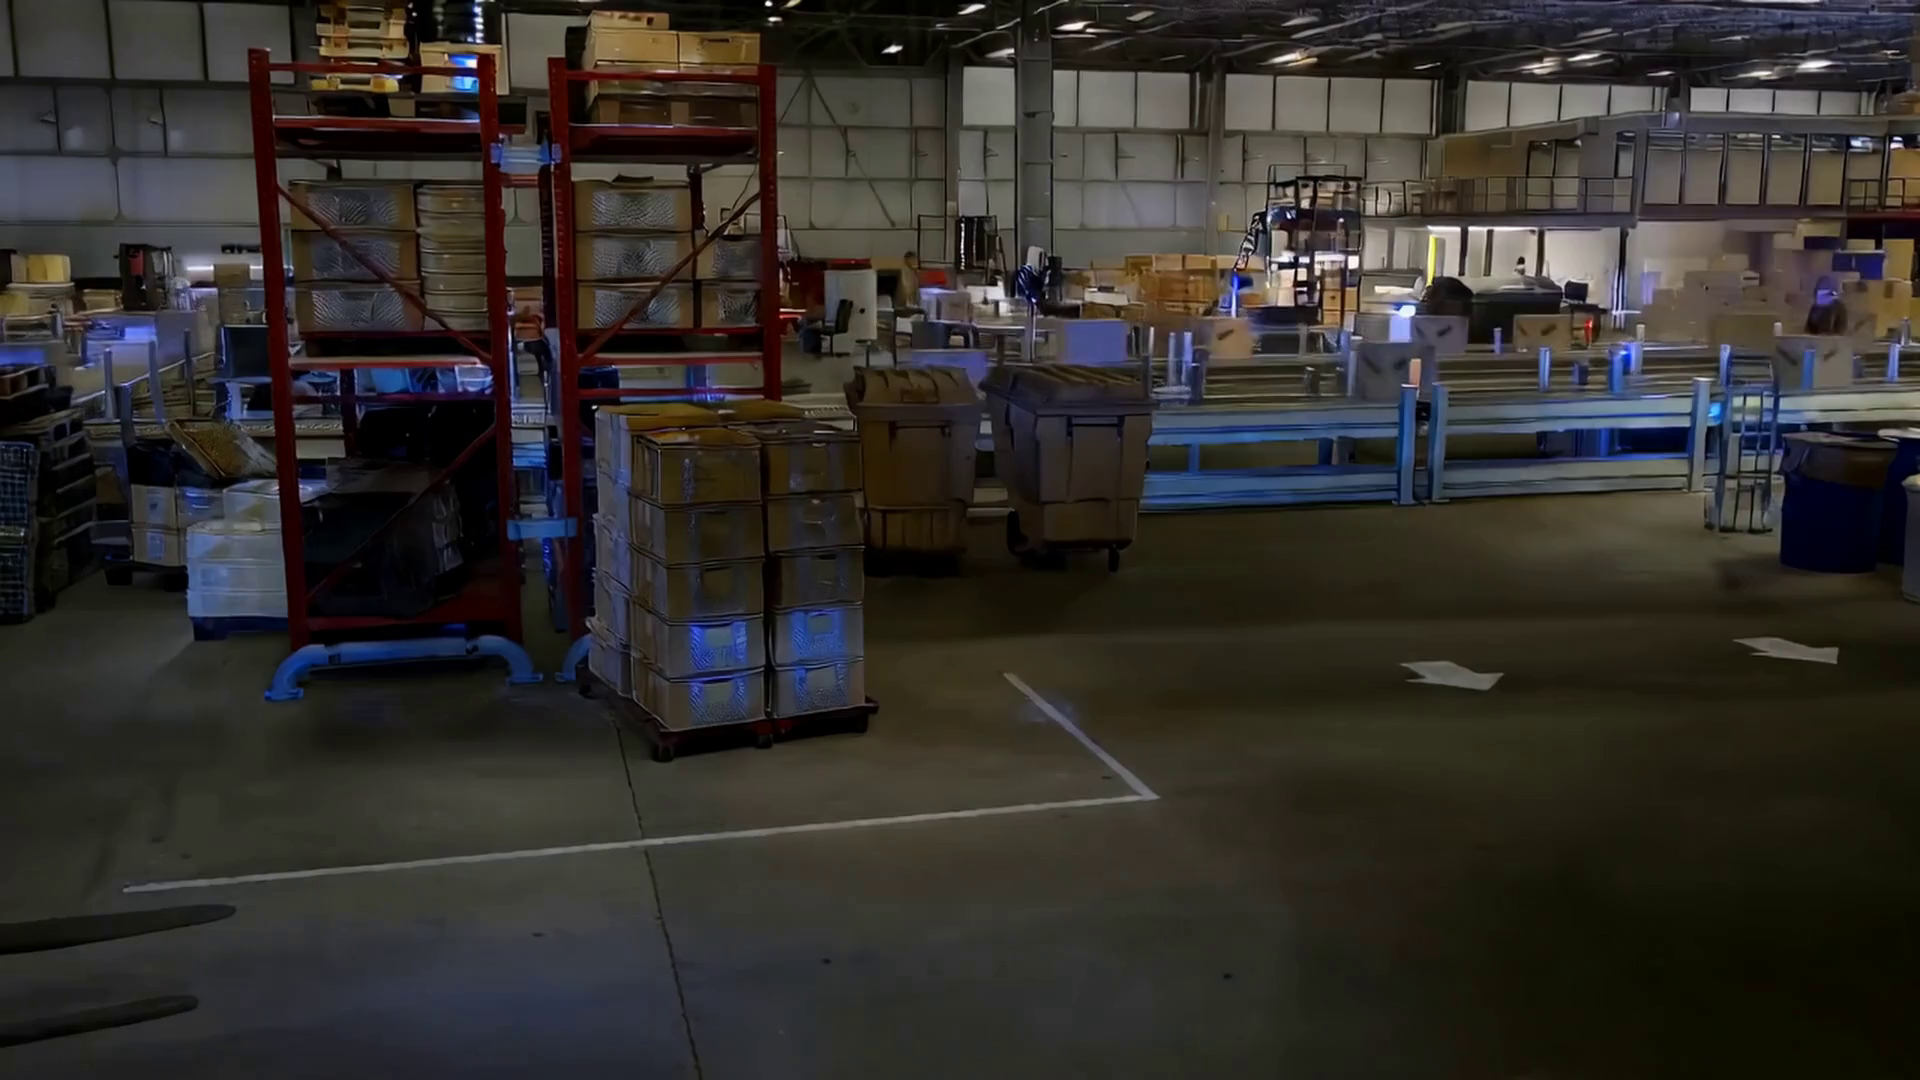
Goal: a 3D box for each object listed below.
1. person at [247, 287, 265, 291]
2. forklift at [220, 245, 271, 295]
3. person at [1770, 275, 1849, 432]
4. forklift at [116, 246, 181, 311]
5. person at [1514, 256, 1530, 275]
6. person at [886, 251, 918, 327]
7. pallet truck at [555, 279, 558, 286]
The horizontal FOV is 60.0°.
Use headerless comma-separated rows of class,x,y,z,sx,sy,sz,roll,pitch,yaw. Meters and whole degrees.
person,-14.602,-4.838,34.255,0.716,1.869,0.653,-3,10,-16
forklift,-17.749,-6.334,41.440,1.157,1.987,2.680,-3,10,-17
person,9.723,-2.101,18.901,0.903,1.792,0.613,-1,10,-7
forklift,-19.966,-6.232,40.894,1.157,1.987,2.680,-3,10,-15
person,16.718,-7.539,49.573,0.514,1.844,0.333,-1,10,-6
person,-1.264,-5.727,38.840,0.842,2.019,0.618,4,11,19
pallet truck,-10.604,-6.375,44.520,0.653,1.274,1.630,-3,10,-15
